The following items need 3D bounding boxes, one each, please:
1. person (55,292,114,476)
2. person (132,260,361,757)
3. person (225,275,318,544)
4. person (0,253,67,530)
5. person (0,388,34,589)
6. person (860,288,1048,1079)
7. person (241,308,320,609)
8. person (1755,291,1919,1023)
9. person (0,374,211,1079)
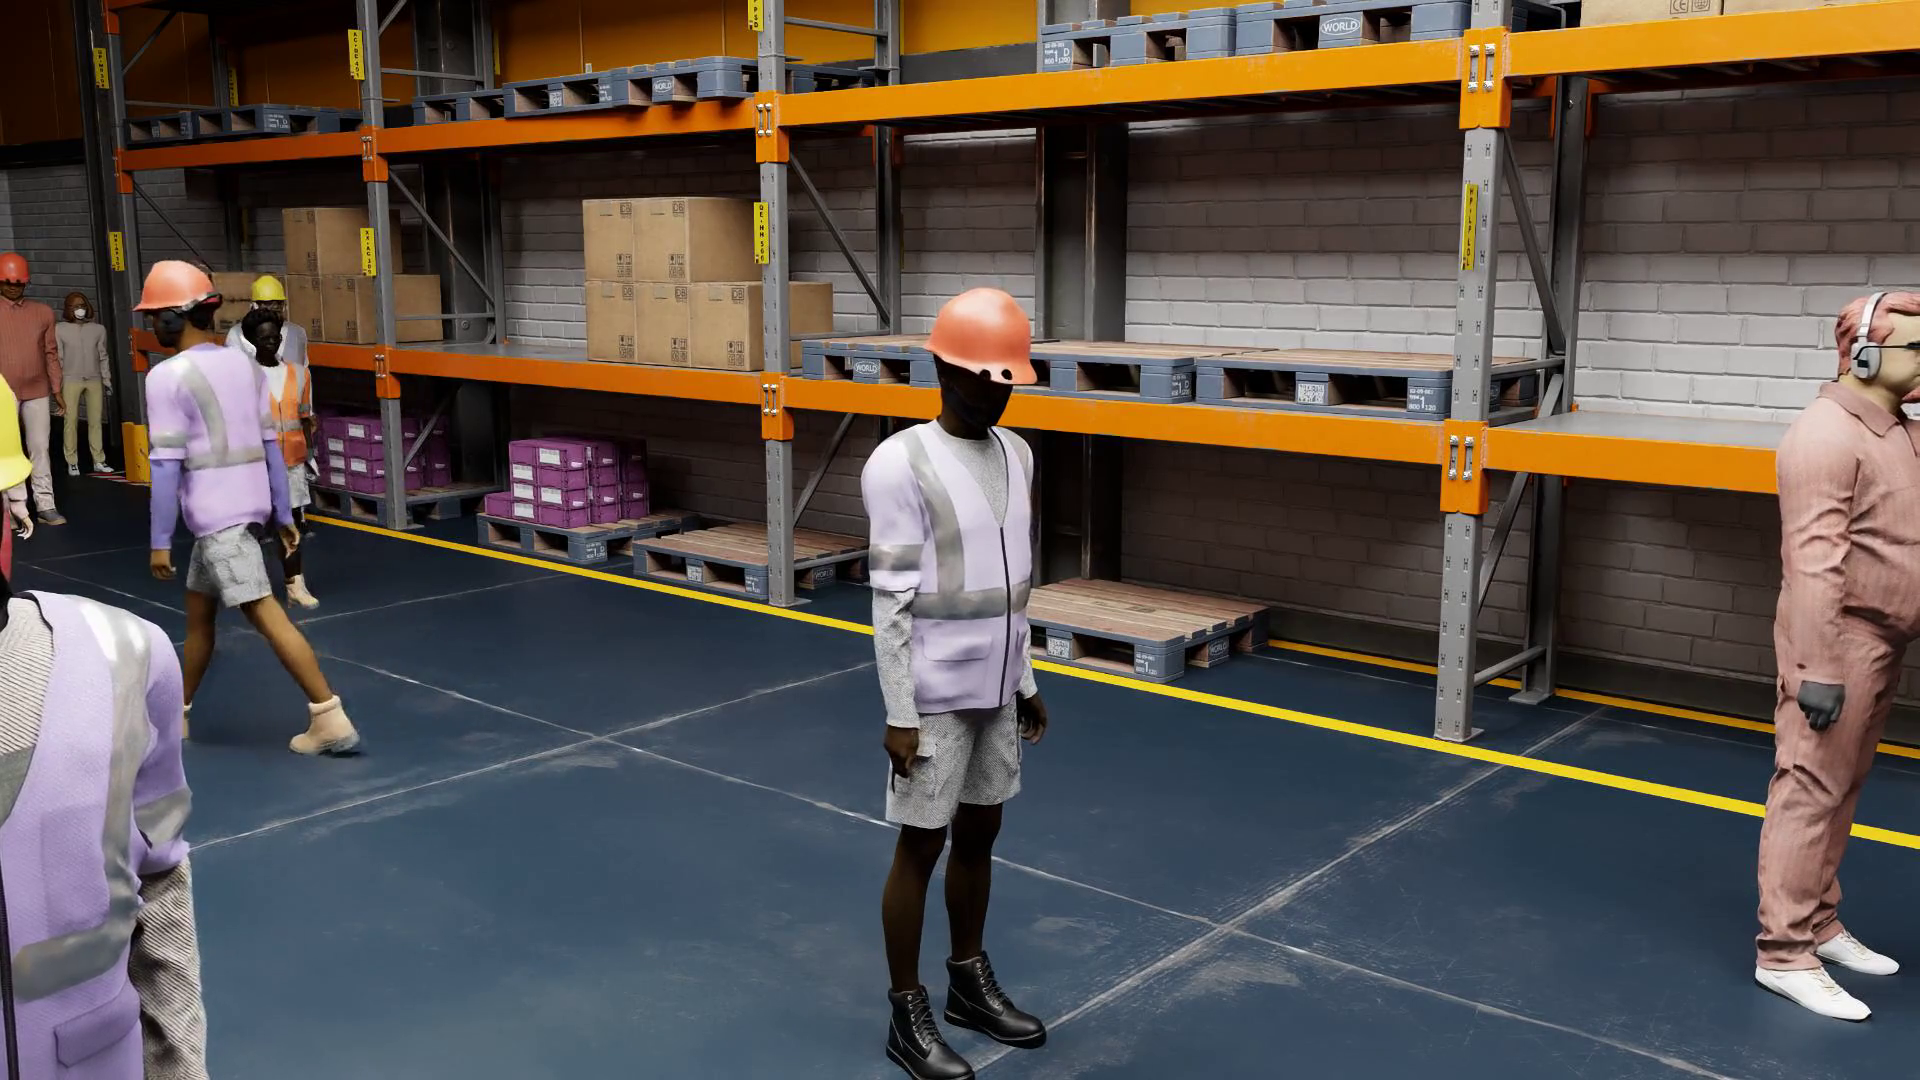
[{"bbox_3d":[-7.856,-1.398,14.897,0.279,1.634,0.498,9,13,40],"label":"person"},{"bbox_3d":[-2.901,-0.105,6.576,1.103,1.980,0.616,1,10,8],"label":"person"},{"bbox_3d":[-4.730,-0.900,11.491,0.403,1.835,0.588,9,13,40],"label":"person"},{"bbox_3d":[-6.792,-1.067,12.016,0.393,1.985,0.611,9,13,40],"label":"person"},{"bbox_3d":[-4.322,-0.114,7.236,0.328,1.760,0.524,9,13,40],"label":"person"},{"bbox_3d":[0.023,0.358,4.067,0.374,1.927,0.542,9,13,40],"label":"person"},{"bbox_3d":[-3.813,-0.431,9.213,0.320,1.698,0.531,9,13,40],"label":"person"},{"bbox_3d":[2.406,0.297,4.466,0.406,1.911,0.639,9,13,40],"label":"person"},{"bbox_3d":[-1.198,0.712,2.047,0.370,1.928,0.585,9,13,40],"label":"person"}]
